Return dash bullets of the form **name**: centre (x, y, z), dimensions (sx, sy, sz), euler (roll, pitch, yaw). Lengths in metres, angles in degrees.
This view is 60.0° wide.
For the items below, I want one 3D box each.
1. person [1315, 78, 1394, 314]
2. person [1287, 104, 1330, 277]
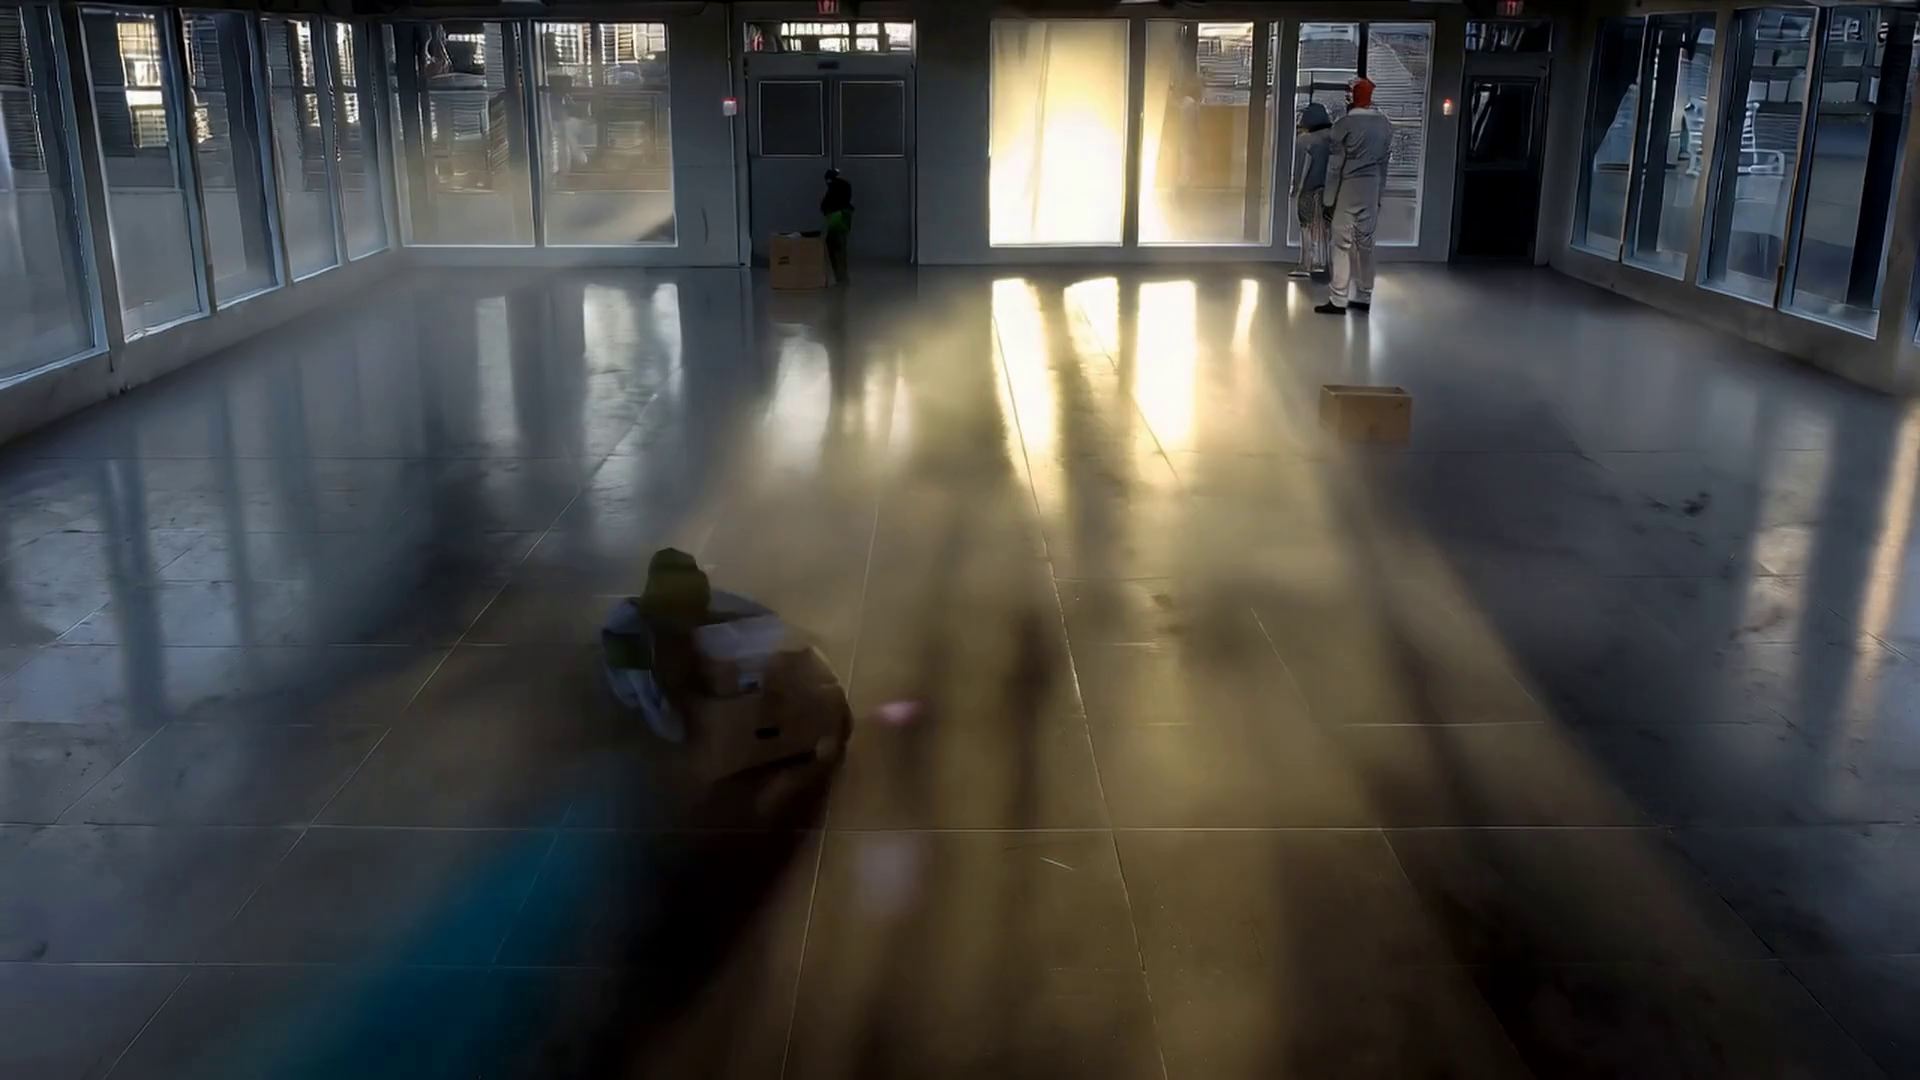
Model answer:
- **person**: centre (3.227, -2.821, 13.704), dimensions (0.648, 1.907, 0.409), euler (-10, 19, -30)
- **person**: centre (3.381, -3.343, 15.956), dimensions (0.507, 1.632, 0.278), euler (-9, 19, -28)
